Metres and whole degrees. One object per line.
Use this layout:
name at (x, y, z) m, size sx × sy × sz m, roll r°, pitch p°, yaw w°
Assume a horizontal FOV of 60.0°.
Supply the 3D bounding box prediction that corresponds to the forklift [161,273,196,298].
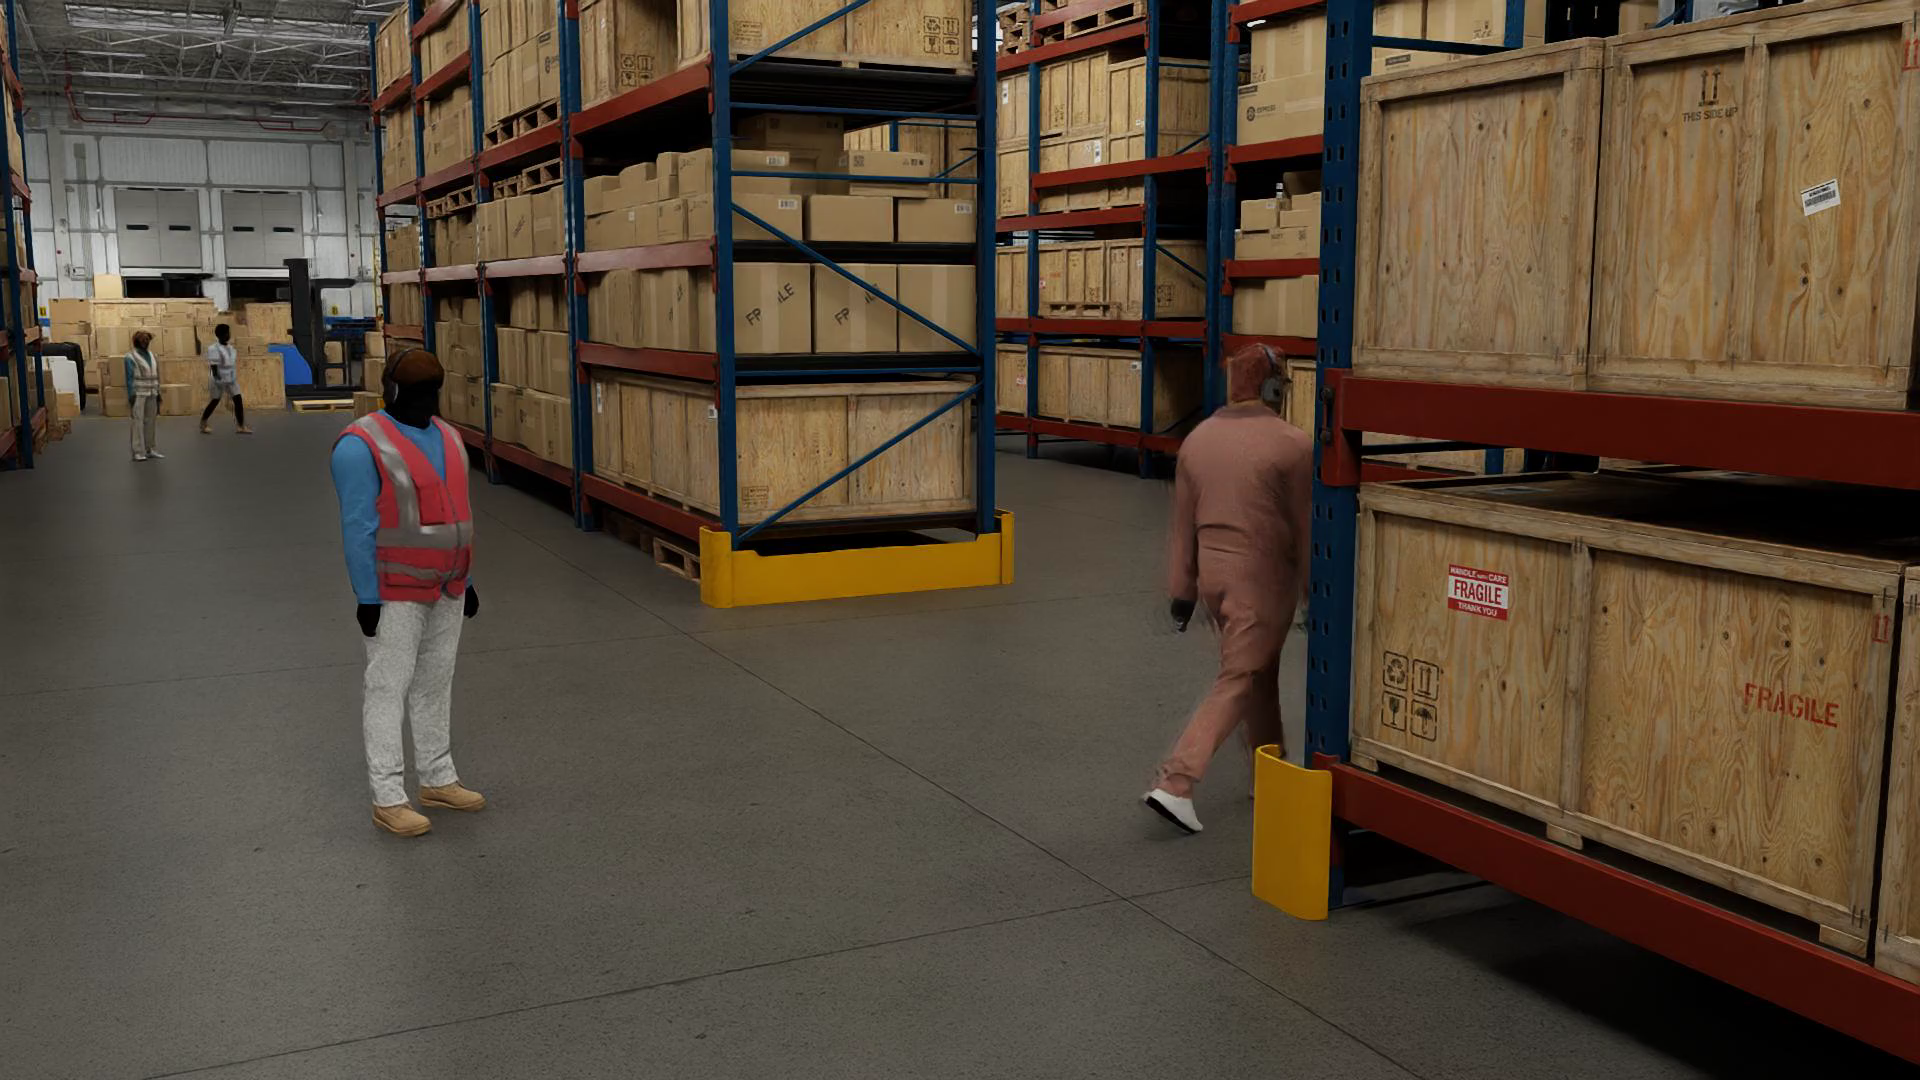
forklift at (-24.375, -6.952, 52.030) m, size 1.873 × 2.768 × 1.129 m, roll 6°, pitch 10°, yaw 35°

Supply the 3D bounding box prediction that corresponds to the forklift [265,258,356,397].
forklift at (-13.290, -4.266, 33.509) m, size 1.873 × 2.768 × 1.129 m, roll -4°, pitch 9°, yaw -26°

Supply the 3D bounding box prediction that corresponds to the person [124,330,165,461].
person at (-10.256, -1.819, 20.900) m, size 0.310 × 1.636 × 0.523 m, roll 2°, pitch 9°, yaw 14°

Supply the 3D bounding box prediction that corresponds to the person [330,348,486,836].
person at (-2.083, 0.186, 6.390) m, size 0.430 × 1.838 × 0.619 m, roll 4°, pitch 9°, yaw 24°

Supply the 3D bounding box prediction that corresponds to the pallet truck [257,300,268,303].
pallet truck at (-23.913, -7.404, 58.171) m, size 1.885 × 1.965 × 0.823 m, roll -1°, pitch 8°, yaw -9°

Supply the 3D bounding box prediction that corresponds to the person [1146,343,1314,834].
person at (1.079, 0.173, 6.409) m, size 0.992 × 1.864 × 0.627 m, roll -5°, pitch 10°, yaw -31°

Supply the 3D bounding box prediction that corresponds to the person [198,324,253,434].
person at (-11.048, -2.403, 24.848) m, size 0.835 × 1.665 × 0.536 m, roll 3°, pitch 9°, yaw 22°
